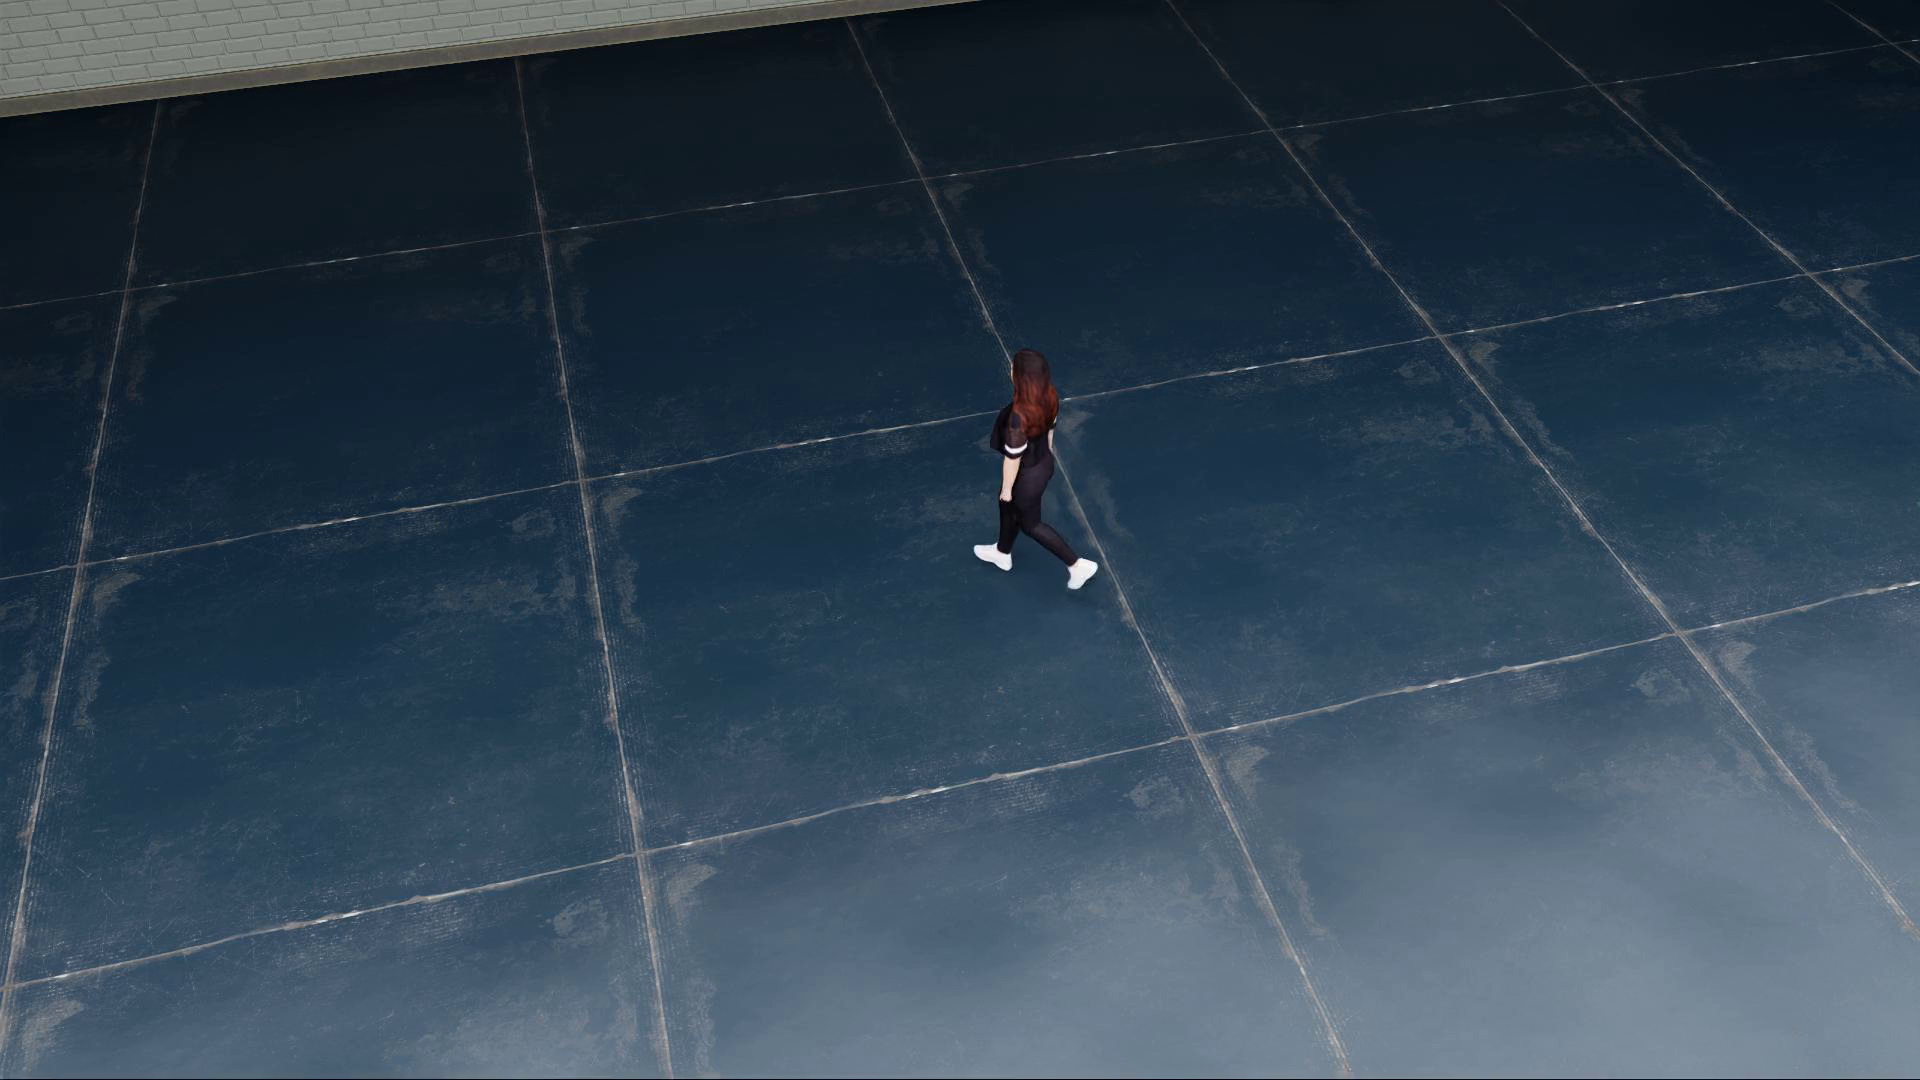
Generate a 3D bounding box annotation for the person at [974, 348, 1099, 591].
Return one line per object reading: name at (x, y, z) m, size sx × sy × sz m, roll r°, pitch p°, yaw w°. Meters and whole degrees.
person at (0.439, -0.350, 9.379) m, size 1.084 × 1.614 × 1.034 m, roll 21°, pitch 47°, yaw 21°
